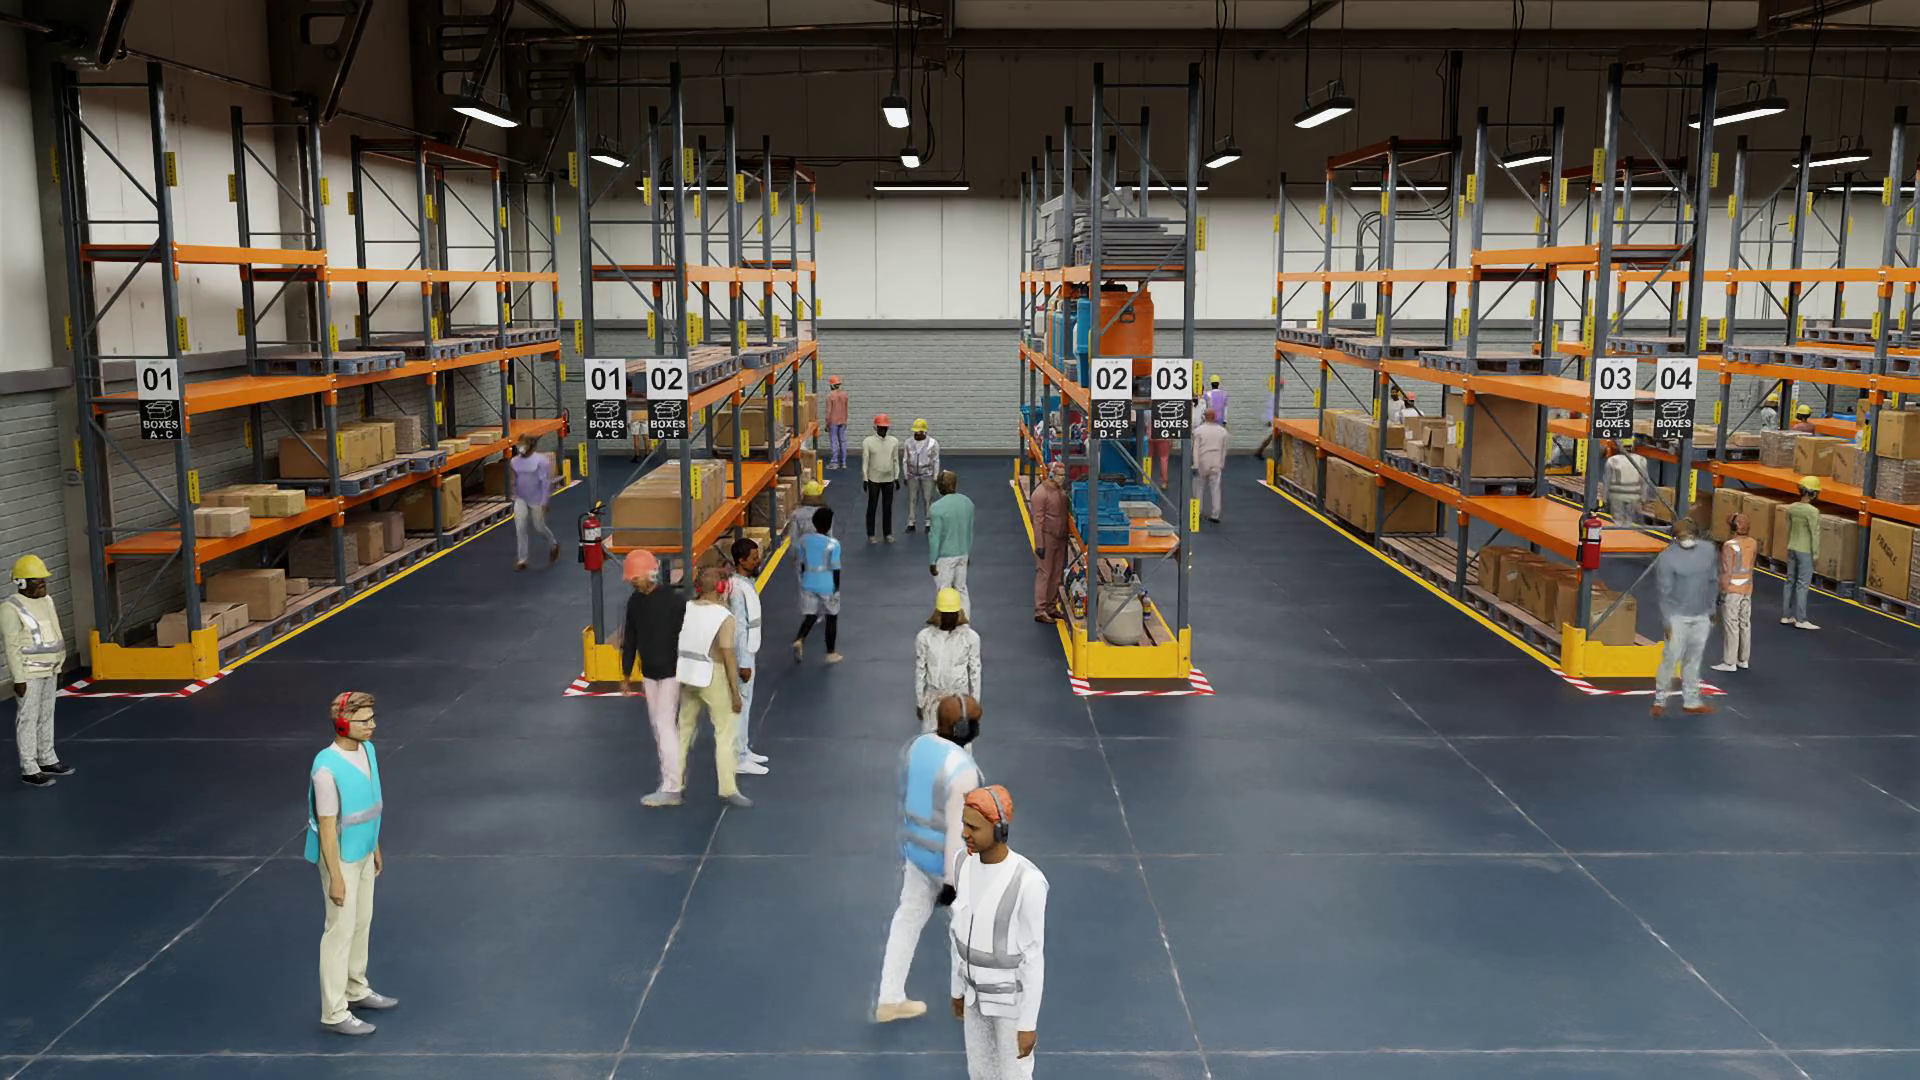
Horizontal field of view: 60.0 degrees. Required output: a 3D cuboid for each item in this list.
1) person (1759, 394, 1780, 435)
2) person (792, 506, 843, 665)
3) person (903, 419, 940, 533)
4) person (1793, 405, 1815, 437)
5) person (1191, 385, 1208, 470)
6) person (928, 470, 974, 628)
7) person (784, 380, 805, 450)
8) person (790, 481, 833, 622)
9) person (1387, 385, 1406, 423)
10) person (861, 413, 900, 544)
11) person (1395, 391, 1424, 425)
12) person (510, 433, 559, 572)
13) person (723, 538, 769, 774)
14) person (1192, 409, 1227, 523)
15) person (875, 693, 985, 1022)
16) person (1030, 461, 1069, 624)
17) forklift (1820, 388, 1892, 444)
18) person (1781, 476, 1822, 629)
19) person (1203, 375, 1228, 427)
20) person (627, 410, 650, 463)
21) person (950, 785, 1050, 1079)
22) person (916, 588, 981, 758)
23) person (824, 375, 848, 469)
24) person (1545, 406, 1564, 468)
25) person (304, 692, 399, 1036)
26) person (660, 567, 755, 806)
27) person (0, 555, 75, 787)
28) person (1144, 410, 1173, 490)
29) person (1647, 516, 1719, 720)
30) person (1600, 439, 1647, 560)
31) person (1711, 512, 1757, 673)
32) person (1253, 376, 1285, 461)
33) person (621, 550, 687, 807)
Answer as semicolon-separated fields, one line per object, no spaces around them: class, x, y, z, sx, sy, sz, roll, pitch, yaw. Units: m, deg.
person;16.337;-2.091;33.587;0.326;1.735;0.491;-1;9;-4
person;-1.465;0.492;17.140;0.540;1.676;0.612;5;10;28
person;-0.621;-1.015;26.368;0.591;1.823;0.404;2;9;13
person;15.181;-1.554;30.012;0.529;1.772;0.299;-4;10;-26
person;5.086;-2.404;35.266;0.342;1.839;0.503;2;9;14
person;-0.100;0.192;18.264;0.635;1.929;0.378;-9;12;-44
person;-3.683;-2.633;36.817;0.676;1.816;0.521;-9;12;-44
person;-1.702;0.181;19.109;0.490;1.714;0.883;-1;9;-3
person;8.989;-2.264;34.312;0.340;1.858;0.506;-6;11;-33
person;-1.195;-0.935;25.308;0.623;1.992;0.396;-4;10;-26
person;8.421;-1.830;31.285;0.543;1.929;0.387;1;9;5
person;-5.922;-0.545;23.077;0.633;1.913;0.837;3;9;17
person;-1.766;0.933;13.537;0.393;1.920;0.591;-1;9;-6
person;4.112;-1.245;27.710;0.659;1.863;0.864;-3;9;-19
person;-0.044;1.704;9.001;0.953;1.791;0.630;-6;10;-32
person;1.085;0.022;19.481;0.400;1.898;0.650;6;11;33
forklift;20.072;-3.110;36.462;1.873;2.768;1.129;0;9;0
person;9.705;0.140;19.126;0.309;1.769;0.524;-1;9;-8
person;5.615;-2.675;36.755;0.601;1.926;0.391;-3;9;-19
person;-7.063;-2.655;36.549;0.542;1.939;0.365;-6;10;-32
person;0.149;1.957;7.094;0.356;1.879;0.576;-7;11;-37
person;-0.087;1.206;12.375;0.487;1.738;0.321;1;9;4
person;-2.641;-2.503;35.398;0.393;1.993;0.641;8;12;41
person;12.297;-2.285;34.451;0.397;1.851;0.551;-4;10;-22
person;-3.266;1.703;8.861;0.393;1.836;0.561;0;9;2
person;-1.933;1.120;12.715;0.882;1.811;0.440;6;11;33
person;-7.332;1.025;13.218;0.403;1.833;0.586;0;9;0
person;3.783;-1.988;31.936;0.688;2.000;0.536;2;9;15
person;6.629;0.706;15.113;0.761;1.897;0.368;-3;9;-18
person;9.512;-0.631;23.911;0.625;1.814;0.514;0;9;0
person;7.920;0.535;16.989;0.523;1.638;0.311;-6;11;-34
person;6.953;-2.698;36.983;0.914;1.906;0.547;-1;9;-7
person;-2.332;1.050;12.796;0.657;1.958;0.503;7;11;38
